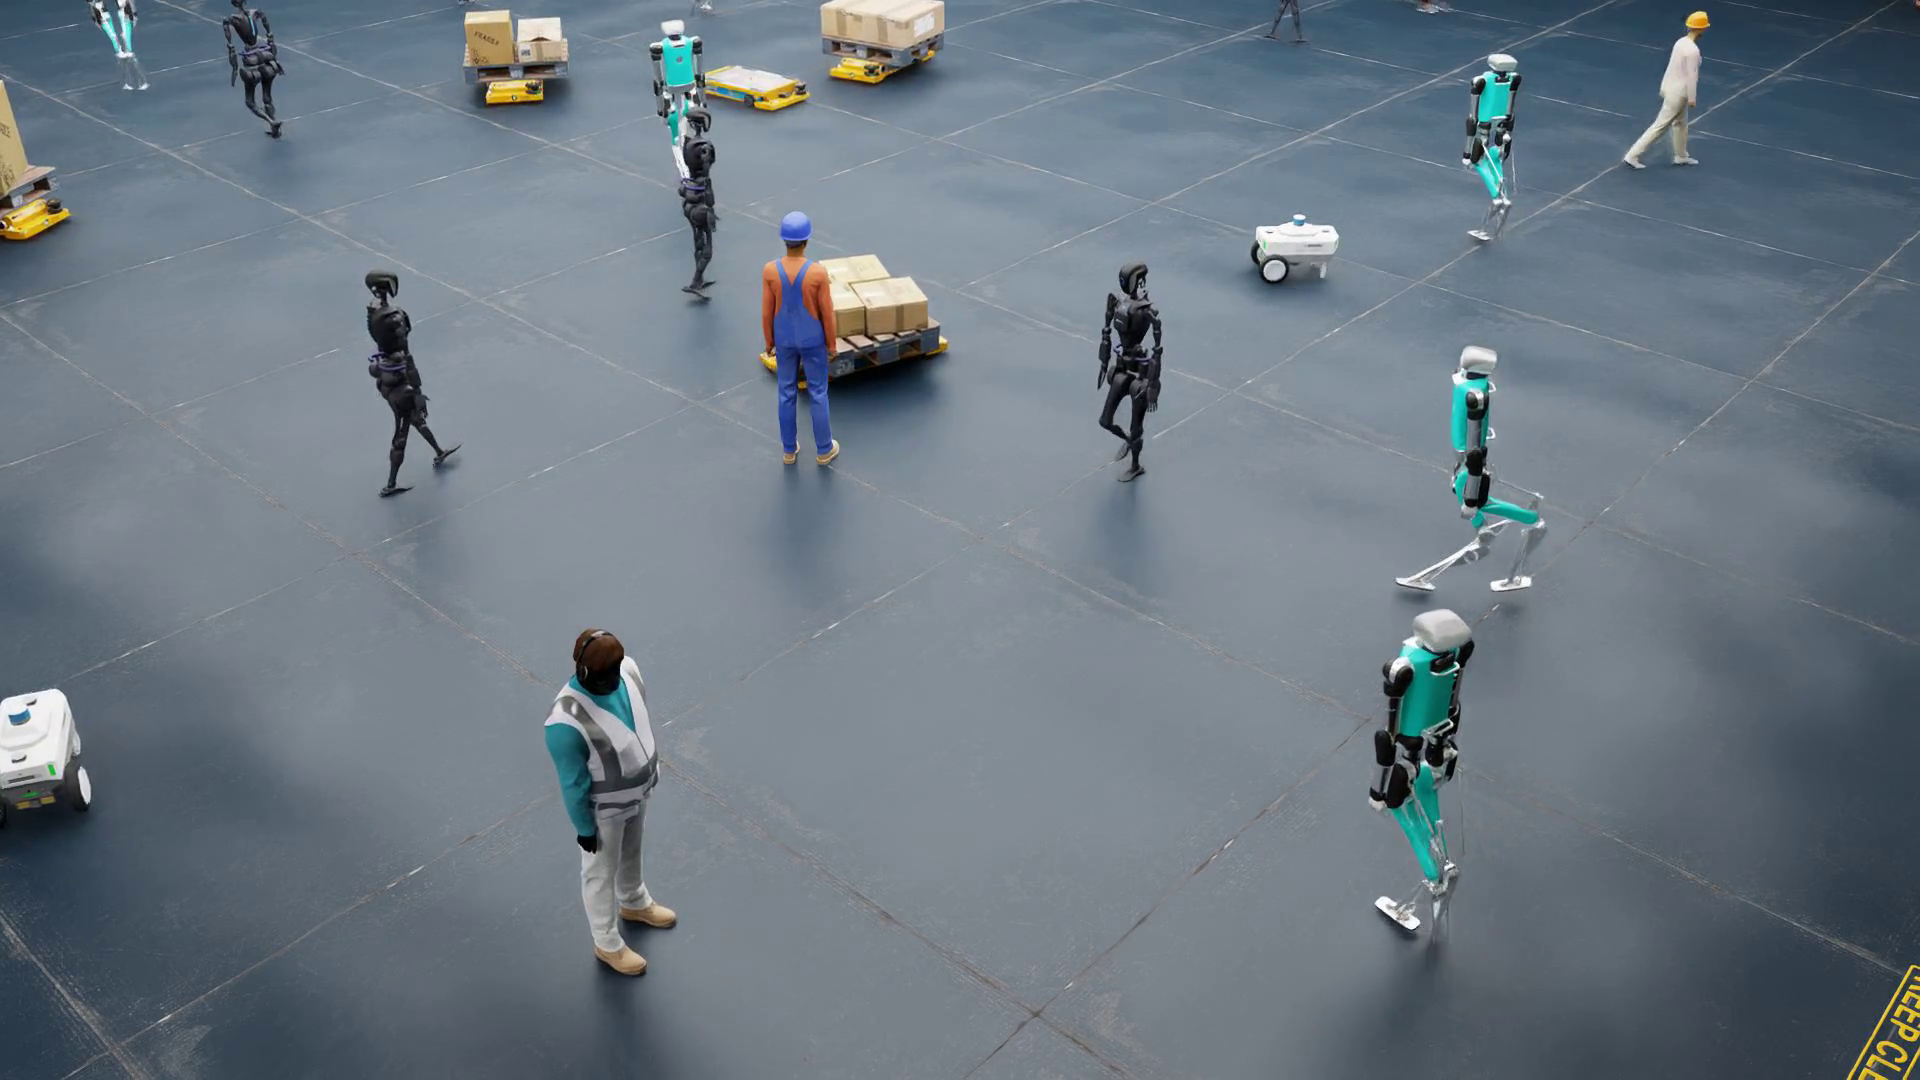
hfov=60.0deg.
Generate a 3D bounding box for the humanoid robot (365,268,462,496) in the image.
[{"bbox_3d":[-3.902,-1.144,11.688,0.732,1.629,0.603,-24,39,-33],"label":"humanoid robot"}]

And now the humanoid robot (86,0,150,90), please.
[{"bbox_3d":[-10.045,-6.194,19.745,0.533,1.786,0.706,-13,34,-20],"label":"humanoid robot"}]

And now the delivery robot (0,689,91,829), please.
[{"bbox_3d":[-5.026,1.168,9.016,0.499,0.610,0.814,-11,33,-17],"label":"delivery robot"}]

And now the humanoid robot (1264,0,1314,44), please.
[{"bbox_3d":[4.361,-7.304,21.601,0.686,1.635,0.584,12,34,18],"label":"humanoid robot"}]

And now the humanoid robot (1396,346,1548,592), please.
[{"bbox_3d":[3.362,-0.362,10.390,1.043,1.756,0.558,3,32,5],"label":"humanoid robot"}]

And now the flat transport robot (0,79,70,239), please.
[{"bbox_3d":[-9.587,-3.187,16.286,1.431,0.231,0.659,7,33,11],"label":"flat transport robot"}]

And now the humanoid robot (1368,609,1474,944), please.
[{"bbox_3d":[2.279,1.256,7.844,0.551,1.911,0.732,-21,37,-30],"label":"humanoid robot"}]

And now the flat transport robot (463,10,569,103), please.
[{"bbox_3d":[-5.346,-5.610,20.188,0.659,0.231,1.431,-6,32,-10],"label":"flat transport robot"}]

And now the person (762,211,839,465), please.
[{"bbox_3d":[-1.137,-1.428,11.898,0.530,1.908,0.366,3,32,6],"label":"person"}]

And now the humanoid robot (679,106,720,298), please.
[{"bbox_3d":[-2.328,-2.962,14.589,0.436,1.654,0.591,-14,34,-21],"label":"humanoid robot"}]

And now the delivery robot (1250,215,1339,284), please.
[{"bbox_3d":[3.031,-2.661,15.186,0.785,0.614,0.519,-1,32,-1],"label":"delivery robot"}]

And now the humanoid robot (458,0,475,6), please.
[{"bbox_3d":[-6.988,-8.339,23.256,0.609,1.645,0.449,-16,35,-24],"label":"humanoid robot"}]

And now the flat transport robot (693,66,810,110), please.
[{"bbox_3d":[-2.543,-5.412,19.868,1.431,0.231,0.659,21,38,30],"label":"flat transport robot"}]

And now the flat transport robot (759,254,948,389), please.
[{"bbox_3d":[-0.874,-1.595,13.722,1.431,0.231,0.659,-19,36,-27],"label":"flat transport robot"}]

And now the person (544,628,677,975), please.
[{"bbox_3d":[-1.606,1.186,7.758,0.431,1.841,0.622,11,34,17],"label":"person"}]

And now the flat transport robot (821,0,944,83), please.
[{"bbox_3d":[-0.970,-6.044,20.886,0.659,0.231,1.431,17,36,26],"label":"flat transport robot"}]

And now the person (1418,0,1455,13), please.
[{"bbox_3d":[6.663,-8.114,22.770,0.634,1.788,0.569,24,39,33],"label":"person"}]

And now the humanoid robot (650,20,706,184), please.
[{"bbox_3d":[-2.894,-4.473,16.971,0.547,1.732,1.022,-14,34,-21],"label":"humanoid robot"}]

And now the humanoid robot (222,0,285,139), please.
[{"bbox_3d":[-7.667,-5.207,18.203,0.449,1.636,0.610,21,38,30],"label":"humanoid robot"}]

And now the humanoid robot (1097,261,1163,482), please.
[{"bbox_3d":[1.241,-1.187,11.736,0.405,1.647,0.587,-25,40,-35],"label":"humanoid robot"}]

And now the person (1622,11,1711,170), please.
[{"bbox_3d":[7.470,-4.692,17.394,0.866,1.656,0.497,0,32,0],"label":"person"}]

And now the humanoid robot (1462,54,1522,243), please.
[{"bbox_3d":[5.040,-3.520,15.542,0.546,1.905,0.723,-14,34,-21],"label":"humanoid robot"}]

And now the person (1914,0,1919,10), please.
[{"bbox_3d":[13.701,-8.053,22.618,0.659,1.851,1.016,-26,40,-35],"label":"person"}]

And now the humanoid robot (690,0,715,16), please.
[{"bbox_3d":[-3.524,-7.988,22.679,0.758,1.840,0.550,12,34,18],"label":"humanoid robot"}]
